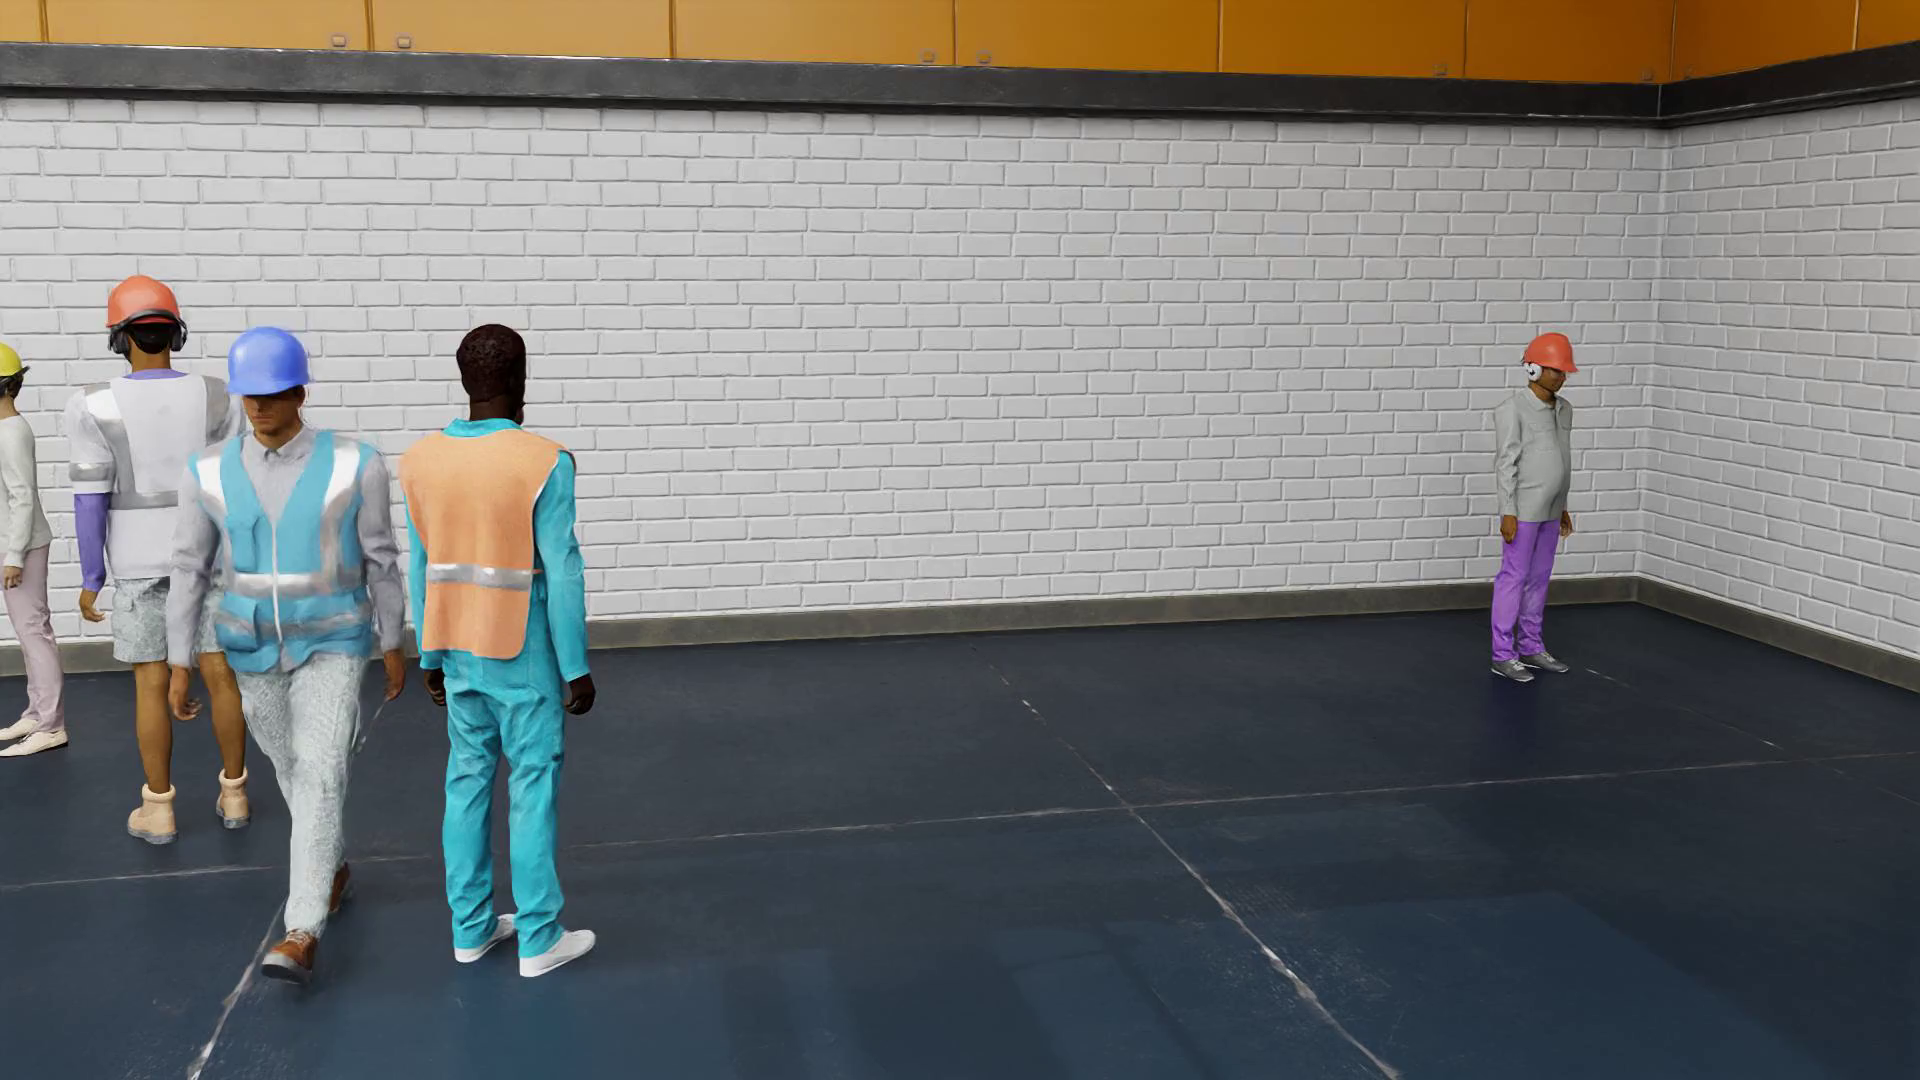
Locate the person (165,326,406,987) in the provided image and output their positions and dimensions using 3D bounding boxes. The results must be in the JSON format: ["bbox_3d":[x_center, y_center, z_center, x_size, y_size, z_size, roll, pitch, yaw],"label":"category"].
[{"bbox_3d":[-2.010,0.327,4.913,0.649,1.889,1.004,-1,9,-4],"label":"person"}]

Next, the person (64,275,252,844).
[{"bbox_3d":[-2.872,0.073,6.022,0.605,2.044,0.381,-7,12,-38],"label":"person"}]

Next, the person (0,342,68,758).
[{"bbox_3d":[-4.047,0.036,7.092,0.315,1.770,0.524,-6,11,-33],"label":"person"}]

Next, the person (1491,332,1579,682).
[{"bbox_3d":[2.919,-0.173,8.413,0.560,1.748,0.330,-7,12,-38],"label":"person"}]

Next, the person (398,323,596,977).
[{"bbox_3d":[-1.359,0.329,4.877,0.592,1.910,0.400,4,10,23],"label":"person"}]
